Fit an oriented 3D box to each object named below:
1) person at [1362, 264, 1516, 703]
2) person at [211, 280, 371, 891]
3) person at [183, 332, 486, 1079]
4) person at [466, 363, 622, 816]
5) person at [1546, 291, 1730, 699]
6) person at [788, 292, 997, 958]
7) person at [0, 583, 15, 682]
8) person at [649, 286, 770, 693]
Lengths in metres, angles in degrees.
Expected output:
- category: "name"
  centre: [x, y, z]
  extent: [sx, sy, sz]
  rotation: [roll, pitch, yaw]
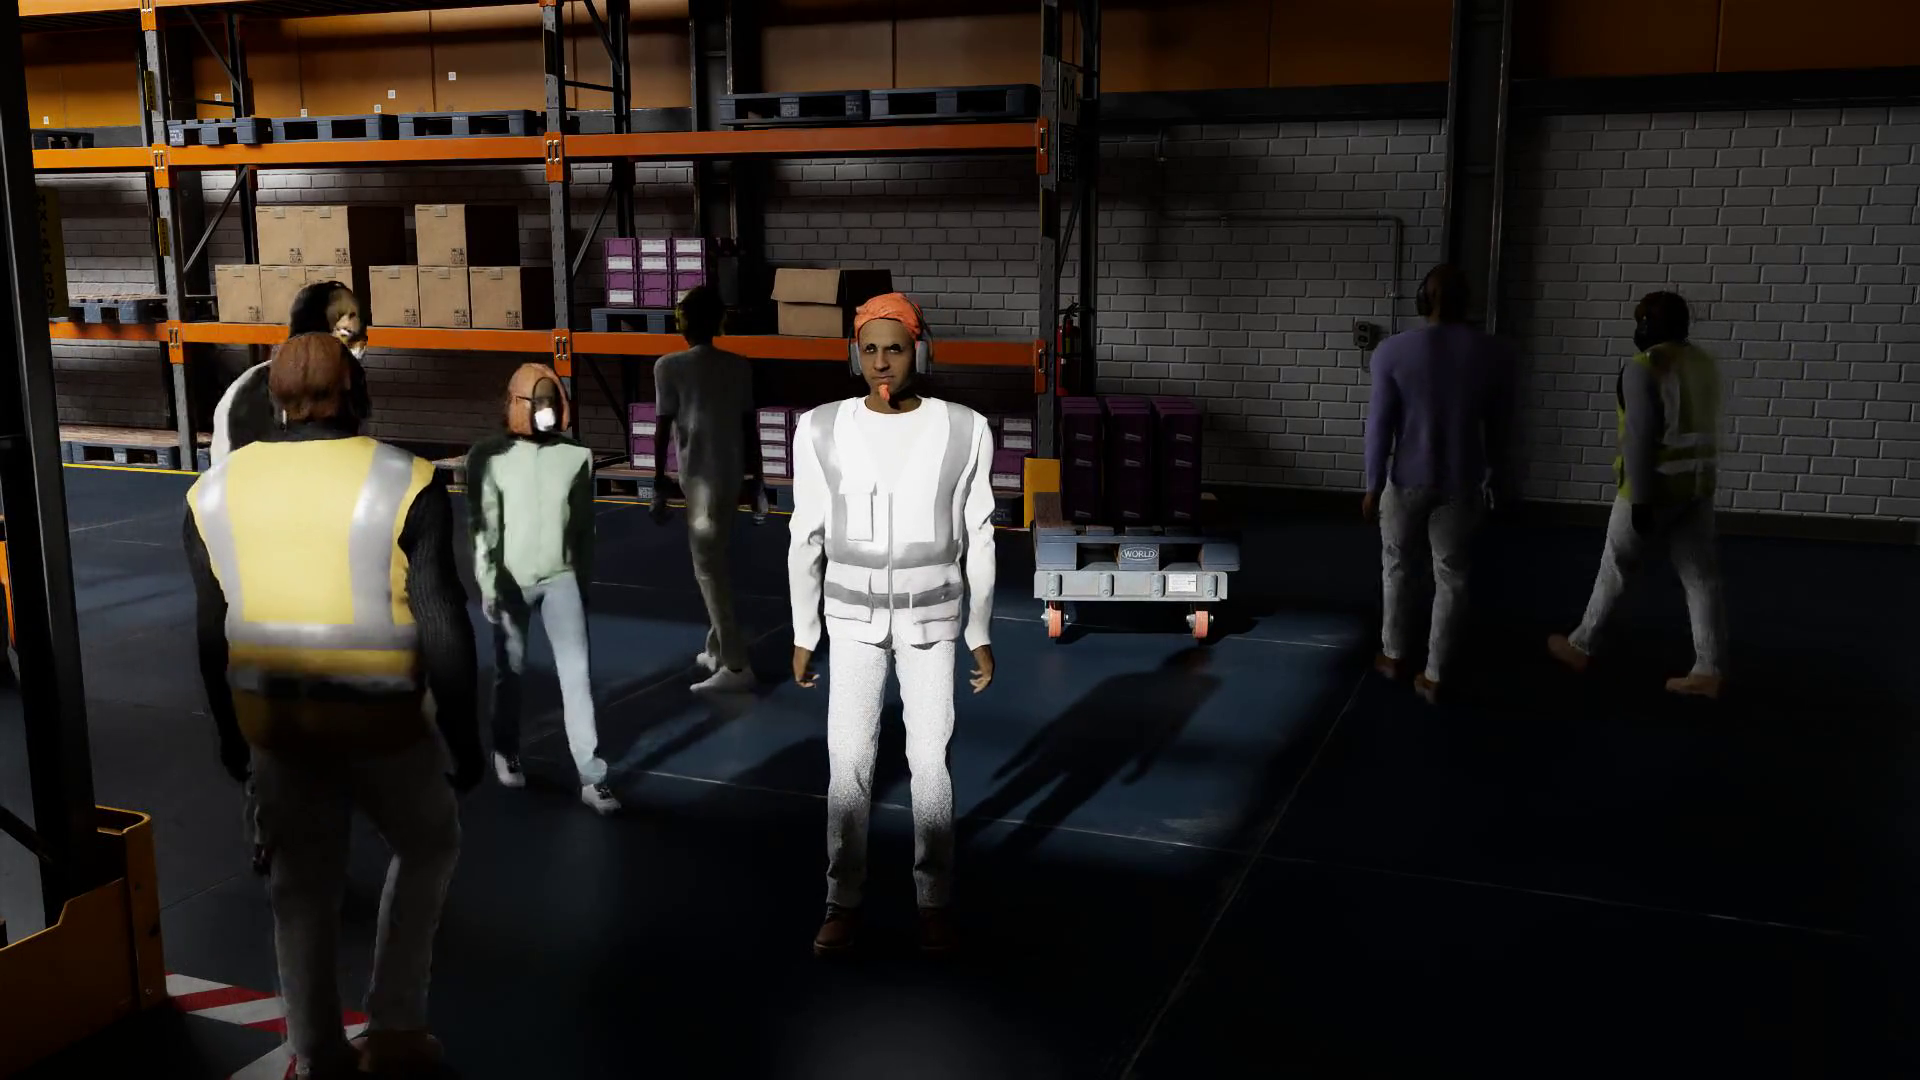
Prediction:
- category: "person"
  centre: [2.116, -0.268, 7.488]
  extent: [0.662, 1.913, 0.770]
  rotation: [1, 10, 3]
- category: "person"
  centre: [-2.033, 0.152, 5.206]
  extent: [0.591, 1.896, 0.709]
  rotation: [2, 10, 12]
- category: "person"
  centre: [-1.442, 0.432, 3.889]
  extent: [0.687, 1.812, 0.439]
  rotation: [1, 10, 6]
- category: "person"
  centre: [-1.521, 0.159, 6.002]
  extent: [0.501, 1.602, 0.739]
  rotation: [-6, 12, -32]
- category: "person"
  centre: [3.143, -0.214, 7.545]
  extent: [0.646, 1.792, 0.978]
  rotation: [-5, 11, -27]
- category: "person"
  centre: [-0.189, 0.254, 4.686]
  extent: [0.585, 1.879, 0.337]
  rotation: [0, 10, 1]
- category: "person"
  centre: [-4.585, -0.255, 7.516]
  extent: [0.583, 1.882, 0.337]
  rotation: [3, 11, 16]
- category: "person"
  centre: [-1.110, -0.233, 7.599]
  extent: [0.525, 1.830, 0.688]
  rotation: [-9, 13, -40]
